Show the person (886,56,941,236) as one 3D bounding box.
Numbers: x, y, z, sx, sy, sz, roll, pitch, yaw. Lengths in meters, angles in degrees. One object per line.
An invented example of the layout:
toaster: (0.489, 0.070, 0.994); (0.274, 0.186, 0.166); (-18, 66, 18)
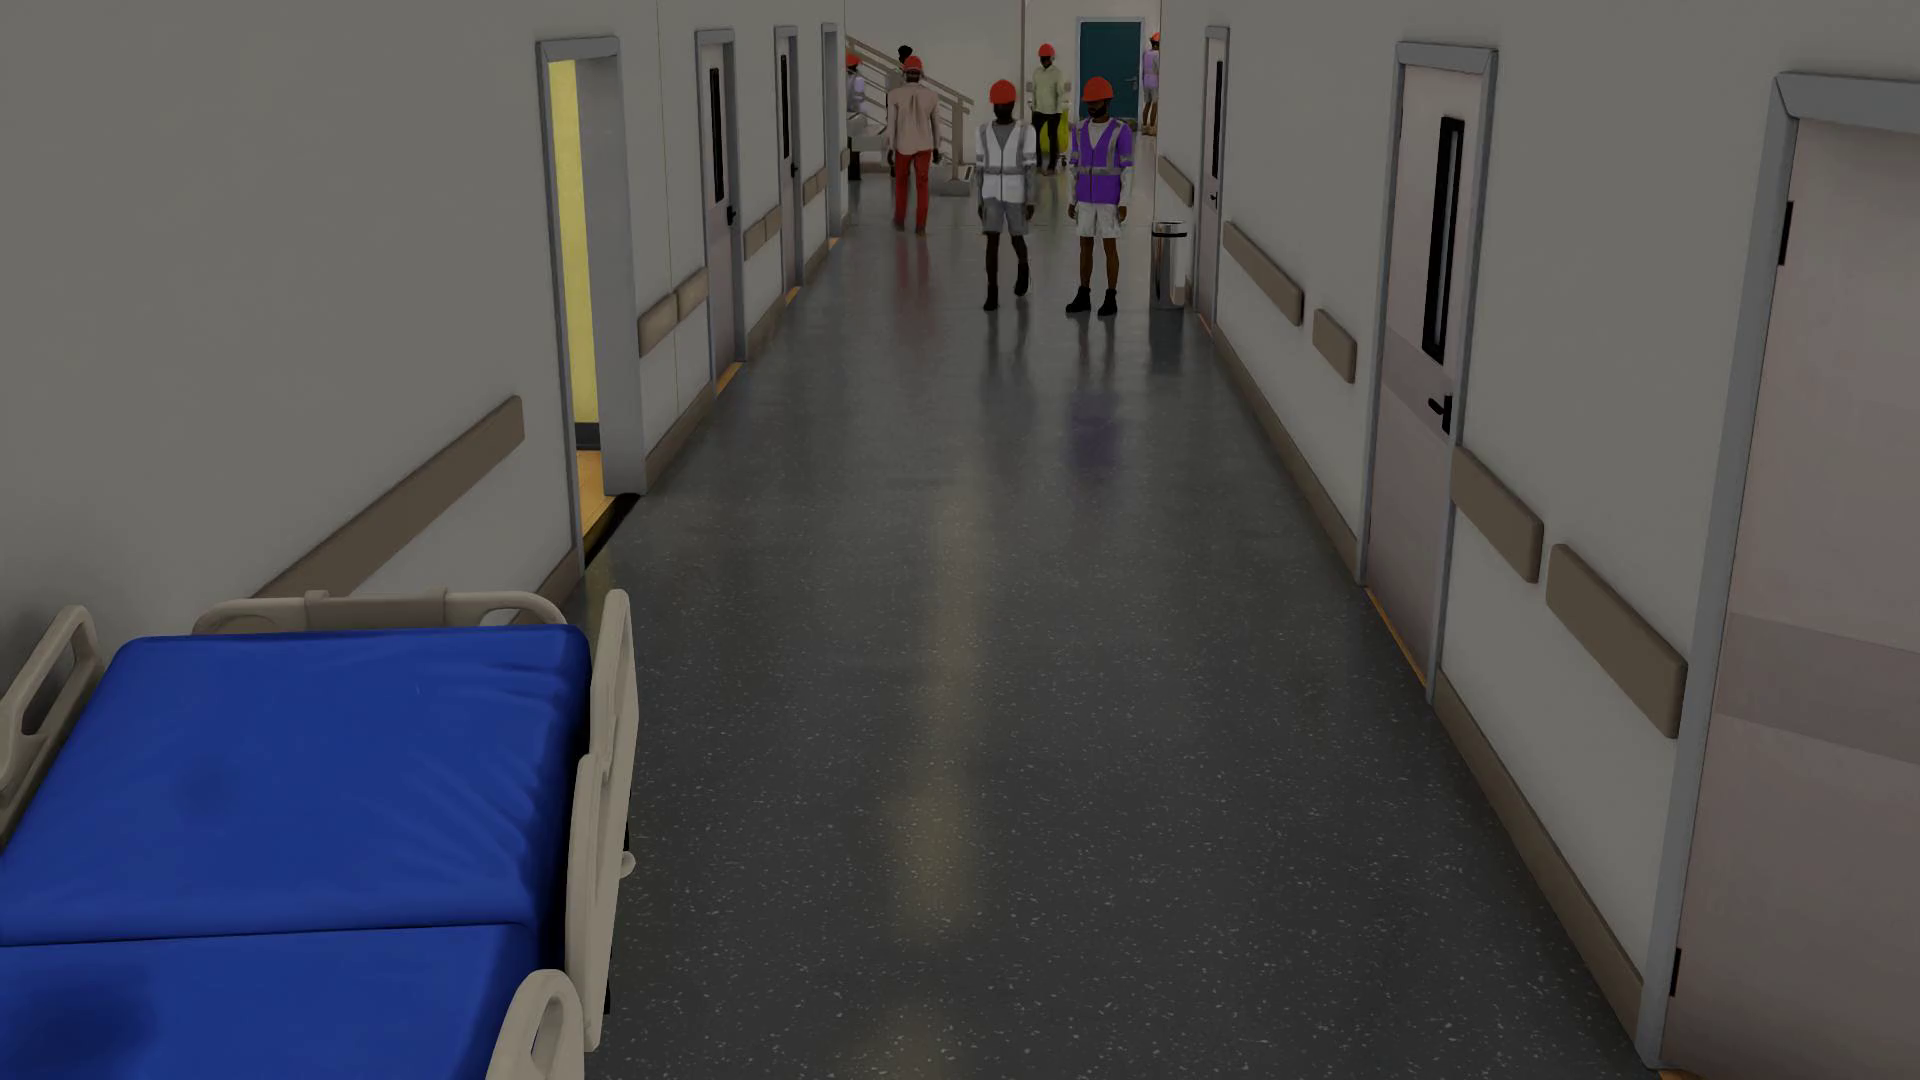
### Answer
person: (-0.545, -4.473, 18.883); (0.649, 1.954, 0.925); (-3, 18, -10)

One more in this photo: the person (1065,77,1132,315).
person: (1.133, -2.832, 13.761); (0.551, 1.935, 0.371); (10, 20, 30)

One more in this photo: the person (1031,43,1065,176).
person: (1.281, -6.527, 25.311); (0.646, 1.969, 0.661); (12, 21, 34)

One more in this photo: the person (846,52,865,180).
person: (-1.626, -6.316, 24.769); (0.394, 1.904, 0.617); (-8, 19, -23)

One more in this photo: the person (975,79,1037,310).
person: (0.403, -2.967, 14.249); (0.546, 1.910, 0.840); (4, 18, 12)

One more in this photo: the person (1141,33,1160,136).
person: (3.941, -9.232, 33.738); (0.407, 2.029, 0.613); (-12, 21, -32)

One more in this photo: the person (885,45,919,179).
person: (-0.852, -6.469, 25.157); (0.600, 1.958, 0.379); (-12, 21, -32)
